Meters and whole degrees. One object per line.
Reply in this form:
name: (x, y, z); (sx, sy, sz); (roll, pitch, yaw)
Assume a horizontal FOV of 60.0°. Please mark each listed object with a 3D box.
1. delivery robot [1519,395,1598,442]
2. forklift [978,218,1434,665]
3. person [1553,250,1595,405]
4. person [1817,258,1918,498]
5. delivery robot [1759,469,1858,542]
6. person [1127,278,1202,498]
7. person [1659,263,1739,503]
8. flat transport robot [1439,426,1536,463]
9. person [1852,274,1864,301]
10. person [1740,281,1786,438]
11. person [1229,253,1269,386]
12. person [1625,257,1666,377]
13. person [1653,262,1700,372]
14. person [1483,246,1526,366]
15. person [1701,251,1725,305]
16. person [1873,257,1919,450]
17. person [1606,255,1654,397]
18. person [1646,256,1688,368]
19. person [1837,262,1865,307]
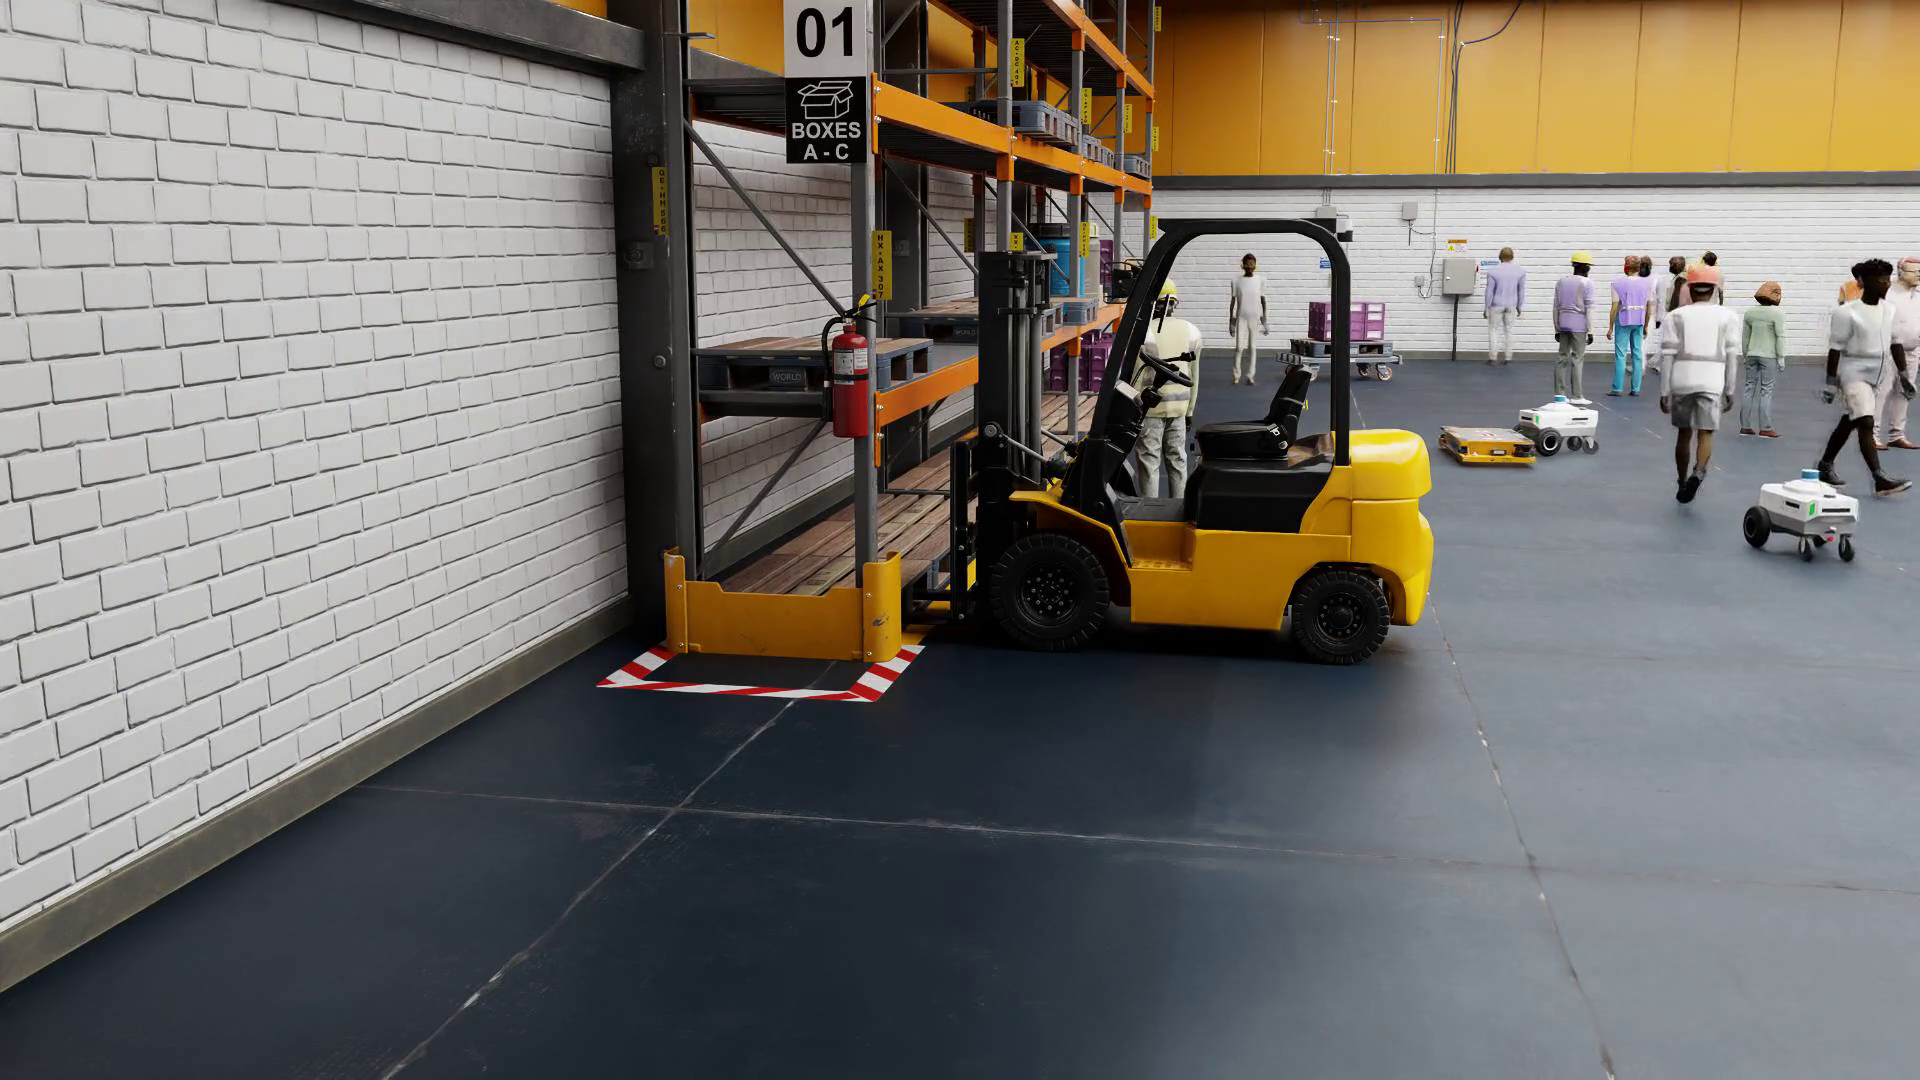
delivery robot: (5.797, -1.156, 16.101); (0.707, 0.478, 0.477); (-2, 11, -14)
forklift: (1.285, -0.567, 8.635); (2.313, 2.155, 1.214); (2, 11, 11)
person: (7.695, -2.652, 20.816); (0.388, 1.920, 0.590); (-6, 12, -29)
person: (7.396, -1.320, 13.540); (0.627, 1.911, 1.028); (-4, 11, -23)
delivery robot: (5.599, -0.223, 10.986); (0.477, 0.478, 0.707); (0, 10, -1)
person: (1.366, -0.900, 11.449); (0.589, 1.833, 0.404); (-5, 12, -28)
person: (5.712, -1.192, 12.898); (0.566, 1.895, 0.826); (5, 11, 24)
flat transport robot: (4.993, -0.912, 15.802); (0.652, 0.197, 1.431); (1, 10, 7)
person: (12.182, -2.816, 22.489); (0.314, 1.639, 0.515); (2, 11, 11)
person: (8.417, -1.890, 17.426); (0.281, 1.633, 0.499); (-5, 11, -25)
person: (4.052, -3.096, 23.399); (0.532, 1.867, 0.337); (0, 10, 2)
person: (10.129, -3.324, 24.859); (0.968, 1.784, 0.618); (-9, 14, -42)
person: (10.958, -3.343, 25.182); (0.569, 1.715, 0.857); (-7, 12, -34)
person: (8.839, -3.794, 27.028); (0.634, 1.938, 0.376); (0, 10, 2)
person: (11.352, -3.455, 25.345); (0.516, 1.876, 0.327); (1, 10, 4)
person: (9.245, -1.827, 16.368); (0.658, 1.900, 0.399); (-2, 11, -12)
person: (8.766, -2.794, 21.785); (0.567, 1.850, 0.384); (-1, 10, -6)
person: (11.346, -3.575, 26.241); (0.953, 1.796, 0.618); (4, 11, 20)
person: (13.789, -3.419, 25.630); (0.322, 1.696, 0.536); (-7, 12, -34)
